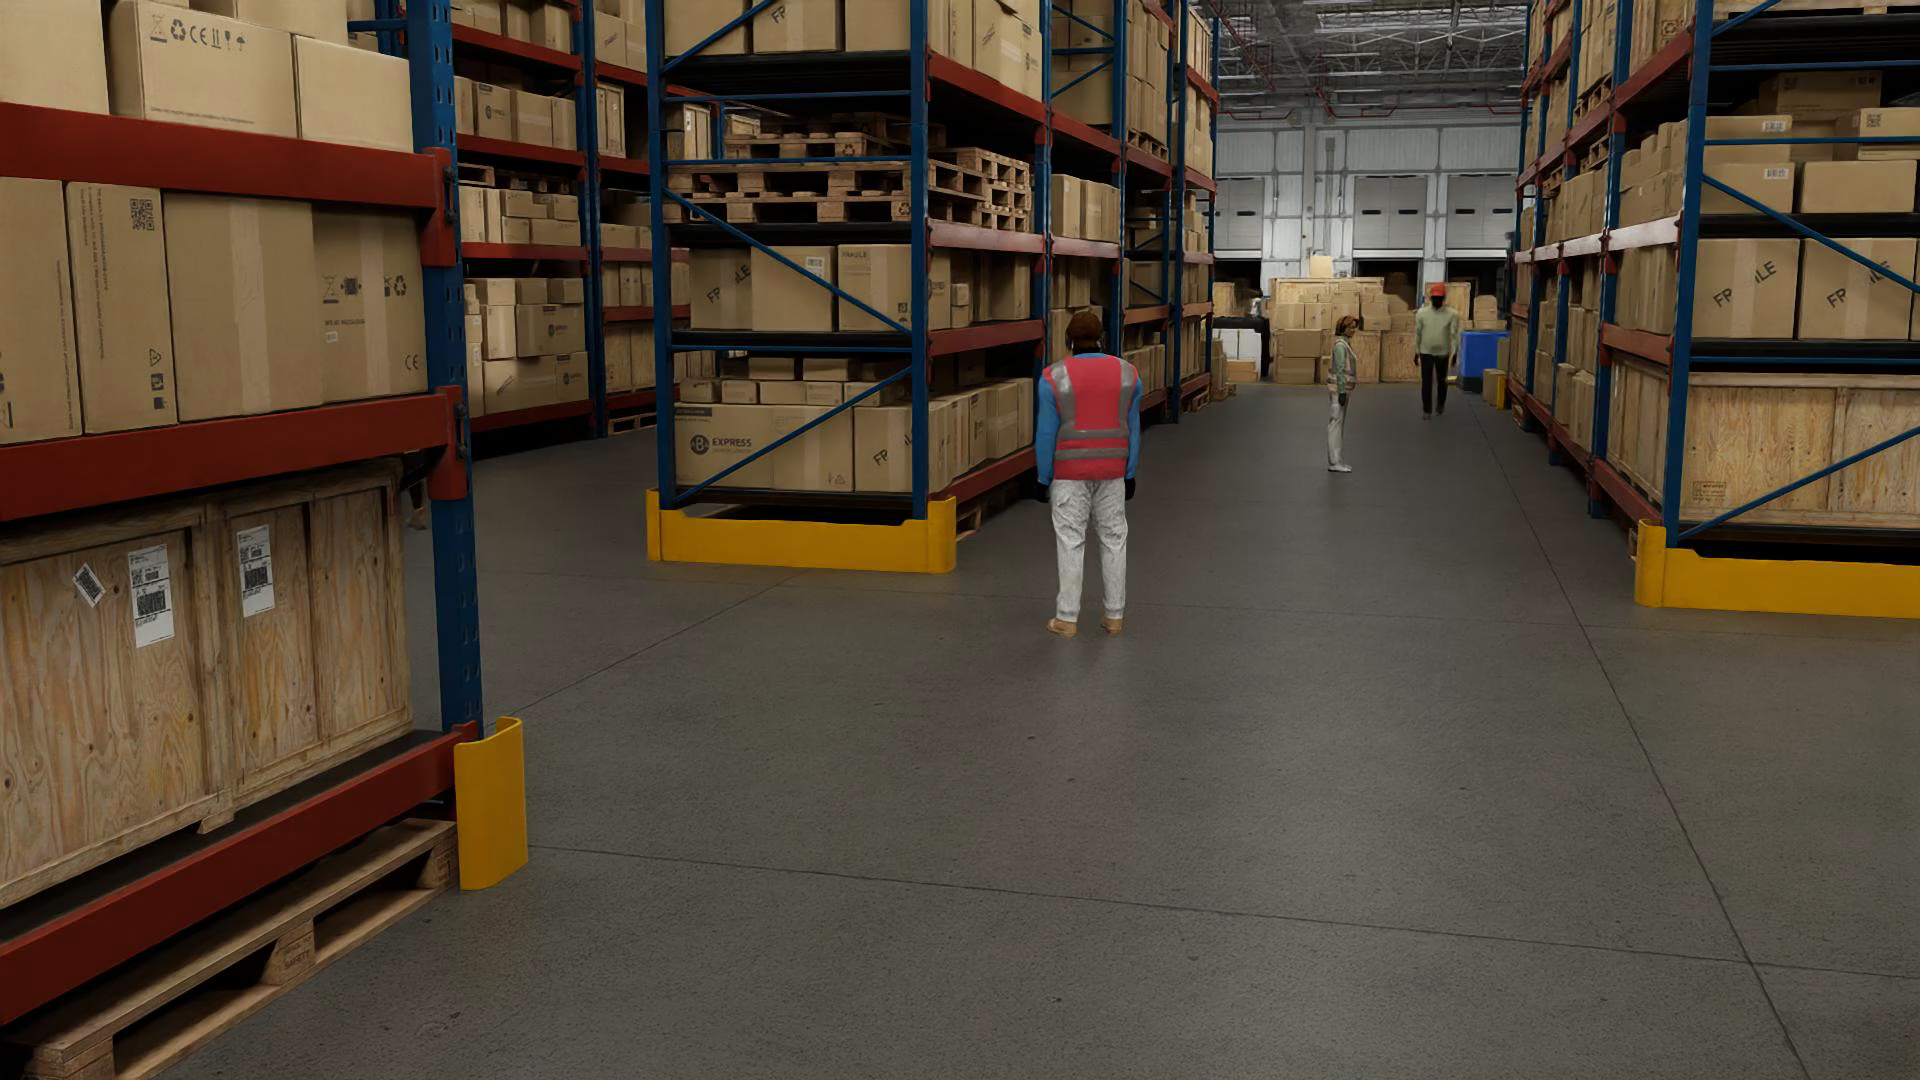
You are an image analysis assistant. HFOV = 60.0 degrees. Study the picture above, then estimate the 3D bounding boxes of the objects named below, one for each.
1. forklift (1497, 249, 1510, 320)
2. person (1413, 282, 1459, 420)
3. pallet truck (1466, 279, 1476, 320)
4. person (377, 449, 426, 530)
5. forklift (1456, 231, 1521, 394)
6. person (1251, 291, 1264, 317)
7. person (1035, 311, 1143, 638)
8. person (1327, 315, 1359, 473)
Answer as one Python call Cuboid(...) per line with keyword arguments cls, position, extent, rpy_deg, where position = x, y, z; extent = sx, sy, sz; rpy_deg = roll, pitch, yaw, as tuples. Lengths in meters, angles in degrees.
Cuboid(cls="forklift", position=(15.721, -6.740, 46.596), extent=(1.129, 2.768, 1.873), rpy_deg=(1, 9, 8))
Cuboid(cls="person", position=(6.842, -2.718, 23.928), extent=(0.628, 1.977, 0.675), rpy_deg=(3, 9, 19))
Cuboid(cls="pallet truck", position=(18.896, -8.459, 60.307), extent=(1.885, 1.965, 0.823), rpy_deg=(5, 10, 31))
Cuboid(cls="person", position=(-4.479, -1.019, 13.074), extent=(0.704, 2.006, 0.659), rpy_deg=(-6, 11, -35))
Cuboid(cls="forklift", position=(9.710, -3.960, 28.932), extent=(1.873, 2.768, 1.129), rpy_deg=(1, 9, 9))
Cuboid(cls="person", position=(10.199, -7.743, 57.054), extent=(0.881, 1.570, 0.521), rpy_deg=(0, 9, 0))
Cuboid(cls="person", position=(0.712, -0.364, 9.396), extent=(0.619, 1.838, 0.430), rpy_deg=(-2, 9, -14))
Cuboid(cls="person", position=(4.002, -1.531, 17.439), extent=(0.314, 1.637, 0.514), rpy_deg=(3, 9, 17))
